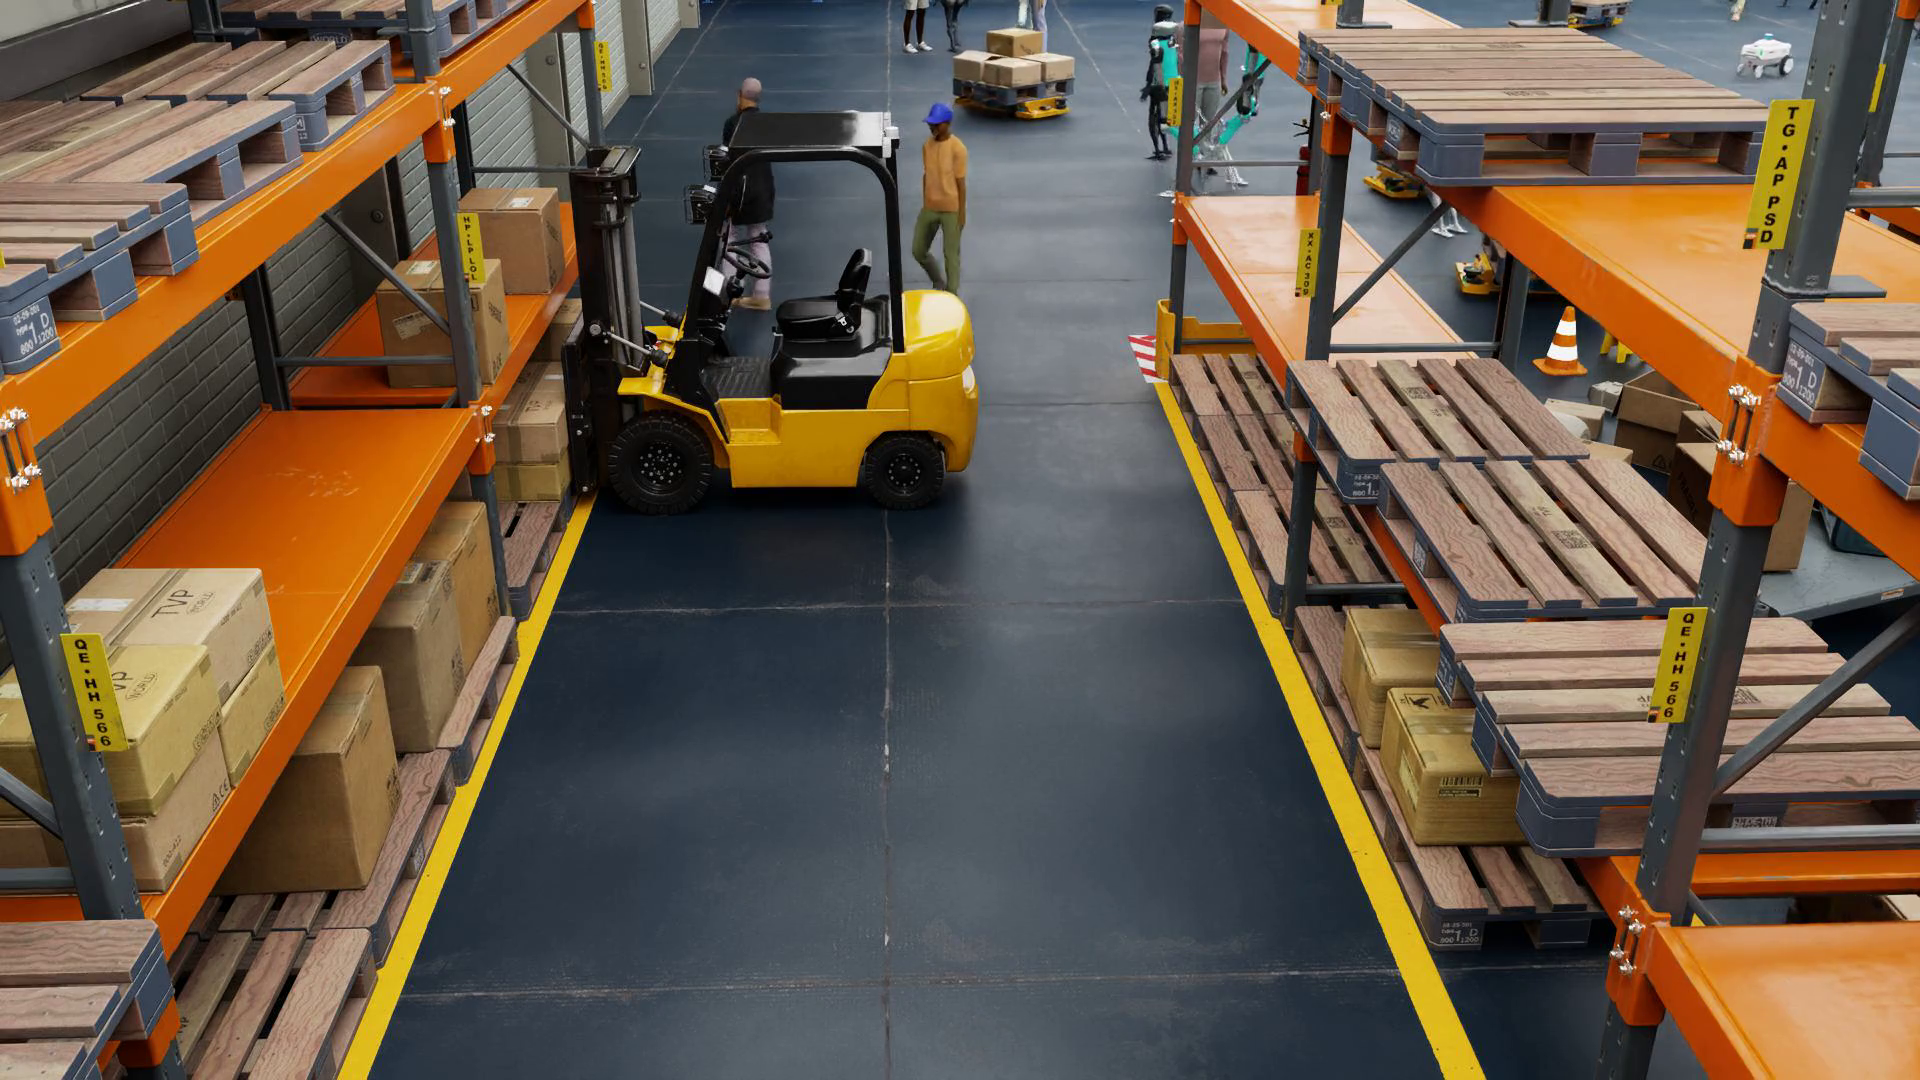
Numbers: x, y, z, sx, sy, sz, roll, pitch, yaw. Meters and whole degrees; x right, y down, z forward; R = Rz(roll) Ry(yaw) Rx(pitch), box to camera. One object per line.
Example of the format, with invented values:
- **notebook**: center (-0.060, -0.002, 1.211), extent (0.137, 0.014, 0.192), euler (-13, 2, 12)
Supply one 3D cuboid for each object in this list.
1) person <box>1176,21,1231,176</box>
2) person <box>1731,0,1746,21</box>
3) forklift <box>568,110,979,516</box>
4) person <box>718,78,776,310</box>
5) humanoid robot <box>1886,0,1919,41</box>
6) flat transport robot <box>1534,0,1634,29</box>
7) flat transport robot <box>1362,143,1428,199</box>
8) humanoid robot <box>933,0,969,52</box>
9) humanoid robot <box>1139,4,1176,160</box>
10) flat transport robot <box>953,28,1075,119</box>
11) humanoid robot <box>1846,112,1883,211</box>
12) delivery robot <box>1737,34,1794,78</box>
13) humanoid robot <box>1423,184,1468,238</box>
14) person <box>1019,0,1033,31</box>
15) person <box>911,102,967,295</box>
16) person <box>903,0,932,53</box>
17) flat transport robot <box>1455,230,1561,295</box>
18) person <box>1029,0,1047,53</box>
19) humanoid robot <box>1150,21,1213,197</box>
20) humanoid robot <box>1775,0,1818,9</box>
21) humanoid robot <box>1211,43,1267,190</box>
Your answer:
- **person**: center (2.559, -4.834, 17.586), extent (0.637, 1.937, 0.358), euler (-10, 27, -21)
- **person**: center (13.332, -9.773, 28.130), extent (0.588, 1.861, 0.690), euler (14, 29, 27)
- **forklift**: center (-1.043, -1.379, 9.976), extent (2.313, 2.155, 1.214), euler (-1, 25, -2)
- **person**: center (-1.730, -2.757, 13.345), extent (0.620, 1.812, 0.559), euler (-20, 32, -36)
- **humanoid robot**: center (14.936, -8.718, 26.168), extent (0.716, 1.642, 0.583), euler (15, 29, 28)
- **flat transport robot**: center (10.306, -8.662, 27.647), extent (1.431, 0.231, 0.659), euler (-16, 30, -30)
- **flat transport robot**: center (4.968, -3.733, 17.209), extent (1.431, 0.231, 0.659), euler (-5, 26, -11)
- **humanoid robot**: center (-0.119, -8.223, 25.092), extent (0.618, 1.649, 0.477), euler (-17, 30, -32)
- **humanoid robot**: center (2.201, -5.036, 18.315), extent (0.328, 1.657, 0.590), euler (15, 29, 29)
- **flat transport robot**: center (0.651, -5.548, 21.052), extent (0.659, 0.231, 1.431), euler (-22, 33, -38)
- **humanoid robot**: center (7.634, -3.155, 14.345), extent (0.605, 1.646, 0.496), euler (1, 25, 2)
- **delivery robot**: center (11.319, -6.799, 23.372), extent (0.802, 0.598, 0.499), euler (-15, 29, -29)
- **humanoid robot**: center (4.603, -3.690, 15.339), extent (0.531, 1.731, 0.740), euler (-21, 32, -37)
- **person**: center (1.111, -8.763, 26.131), extent (0.581, 1.739, 0.431), euler (7, 26, 15)
- **person**: center (-0.141, -2.576, 13.077), extent (0.451, 1.707, 0.380), euler (15, 29, 29)
- **person**: center (-0.666, -8.317, 25.023), extent (0.376, 1.893, 0.539), euler (22, 33, 38)
- **flat transport robot**: center (4.941, -2.218, 14.000), extent (1.431, 0.231, 0.659), euler (4, 26, 9)
- **person**: center (1.147, -7.910, 24.208), extent (0.373, 1.843, 0.568), euler (-4, 26, -9)
- **humanoid robot**: center (2.283, -4.228, 16.610), extent (0.841, 1.810, 0.554), euler (7, 26, 15)
- **humanoid robot**: center (14.911, -10.225, 29.343), extent (0.598, 1.635, 0.697), euler (-20, 32, -36)
- **humanoid robot**: center (2.819, -4.472, 17.114), extent (0.653, 1.845, 0.543), euler (9, 27, 19)
